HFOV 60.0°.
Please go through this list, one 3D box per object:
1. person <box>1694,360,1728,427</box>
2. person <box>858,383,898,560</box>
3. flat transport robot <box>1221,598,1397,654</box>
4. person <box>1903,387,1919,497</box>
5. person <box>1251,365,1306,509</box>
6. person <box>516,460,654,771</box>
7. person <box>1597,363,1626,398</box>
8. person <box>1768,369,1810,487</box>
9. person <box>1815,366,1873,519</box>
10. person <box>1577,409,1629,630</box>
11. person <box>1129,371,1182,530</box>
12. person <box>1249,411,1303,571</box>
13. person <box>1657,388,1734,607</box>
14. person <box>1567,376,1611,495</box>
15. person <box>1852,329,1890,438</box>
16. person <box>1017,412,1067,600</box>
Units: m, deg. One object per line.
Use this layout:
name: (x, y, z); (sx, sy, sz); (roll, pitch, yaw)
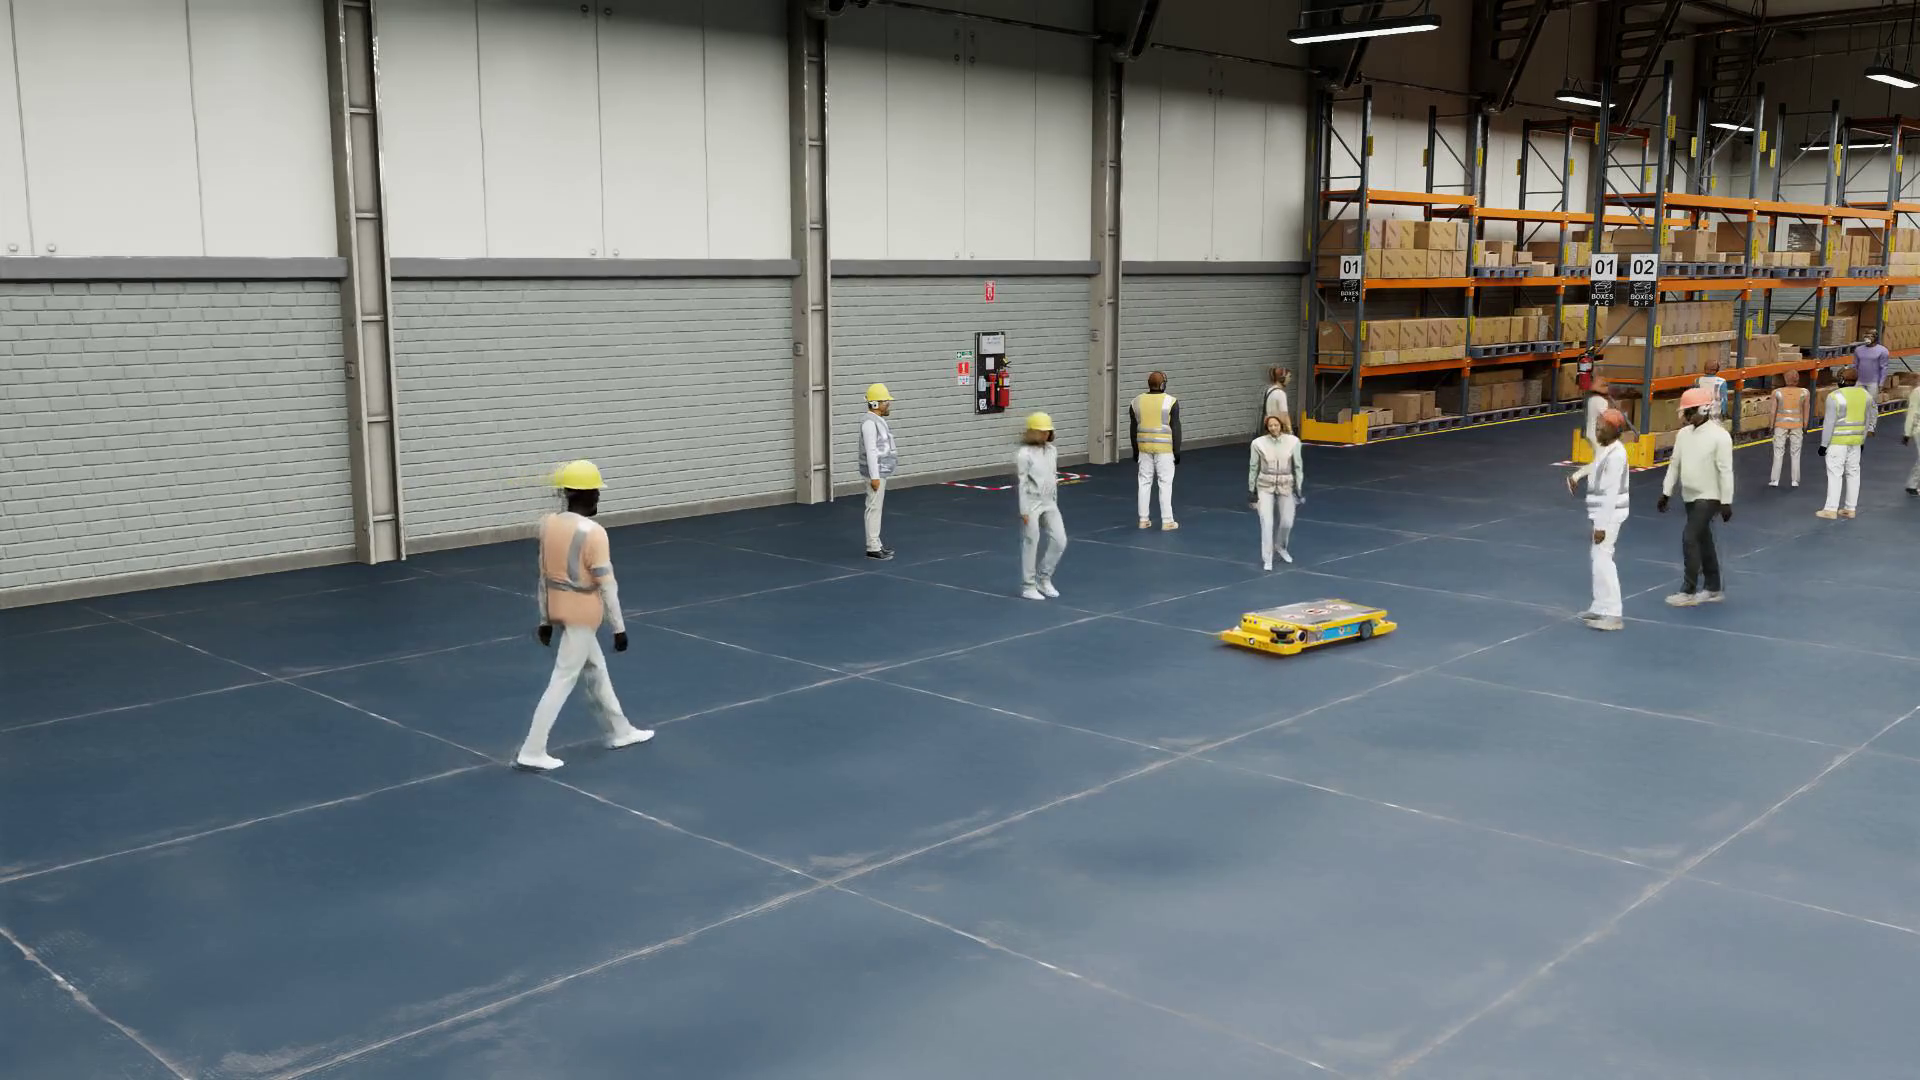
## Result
person: (11.360, -1.910, 25.225); (0.306, 1.637, 0.522); (-9, 13, -42)
person: (-0.852, -0.713, 17.328); (0.403, 1.835, 0.588); (0, 9, 3)
flat transport robot: (2.856, 0.686, 13.551); (1.431, 0.197, 0.652); (-7, 12, -38)
person: (12.684, -1.395, 21.664); (0.603, 1.768, 0.960); (-1, 9, -6)
person: (4.058, -1.280, 20.853); (0.866, 1.807, 0.513); (-1, 9, -5)
person: (-2.321, 0.449, 10.156); (1.020, 1.876, 0.601); (-9, 13, -44)
person: (11.126, -2.482, 28.448); (0.539, 1.715, 0.914); (8, 12, 39)
person: (11.427, -1.539, 22.942); (0.514, 1.645, 0.307); (3, 10, 17)
person: (10.670, -1.175, 20.119); (0.620, 1.845, 0.429); (-2, 10, -13)
person: (5.444, -0.173, 13.983); (0.353, 1.858, 0.683); (3, 10, 17)
person: (2.280, -1.035, 19.268); (0.622, 1.844, 0.429); (5, 11, 28)
person: (3.164, -0.510, 16.754); (0.535, 1.613, 0.541); (1, 9, 3)
person: (6.580, -0.380, 14.941); (0.853, 1.944, 0.623); (-2, 10, -14)
person: (8.292, -1.337, 21.773); (0.574, 1.616, 0.514); (1, 9, 4)
person: (16.226, -2.799, 29.726); (0.372, 1.940, 0.627); (-6, 11, -32)
person: (0.740, -0.302, 15.134); (0.514, 1.726, 0.450); (-8, 12, -41)
